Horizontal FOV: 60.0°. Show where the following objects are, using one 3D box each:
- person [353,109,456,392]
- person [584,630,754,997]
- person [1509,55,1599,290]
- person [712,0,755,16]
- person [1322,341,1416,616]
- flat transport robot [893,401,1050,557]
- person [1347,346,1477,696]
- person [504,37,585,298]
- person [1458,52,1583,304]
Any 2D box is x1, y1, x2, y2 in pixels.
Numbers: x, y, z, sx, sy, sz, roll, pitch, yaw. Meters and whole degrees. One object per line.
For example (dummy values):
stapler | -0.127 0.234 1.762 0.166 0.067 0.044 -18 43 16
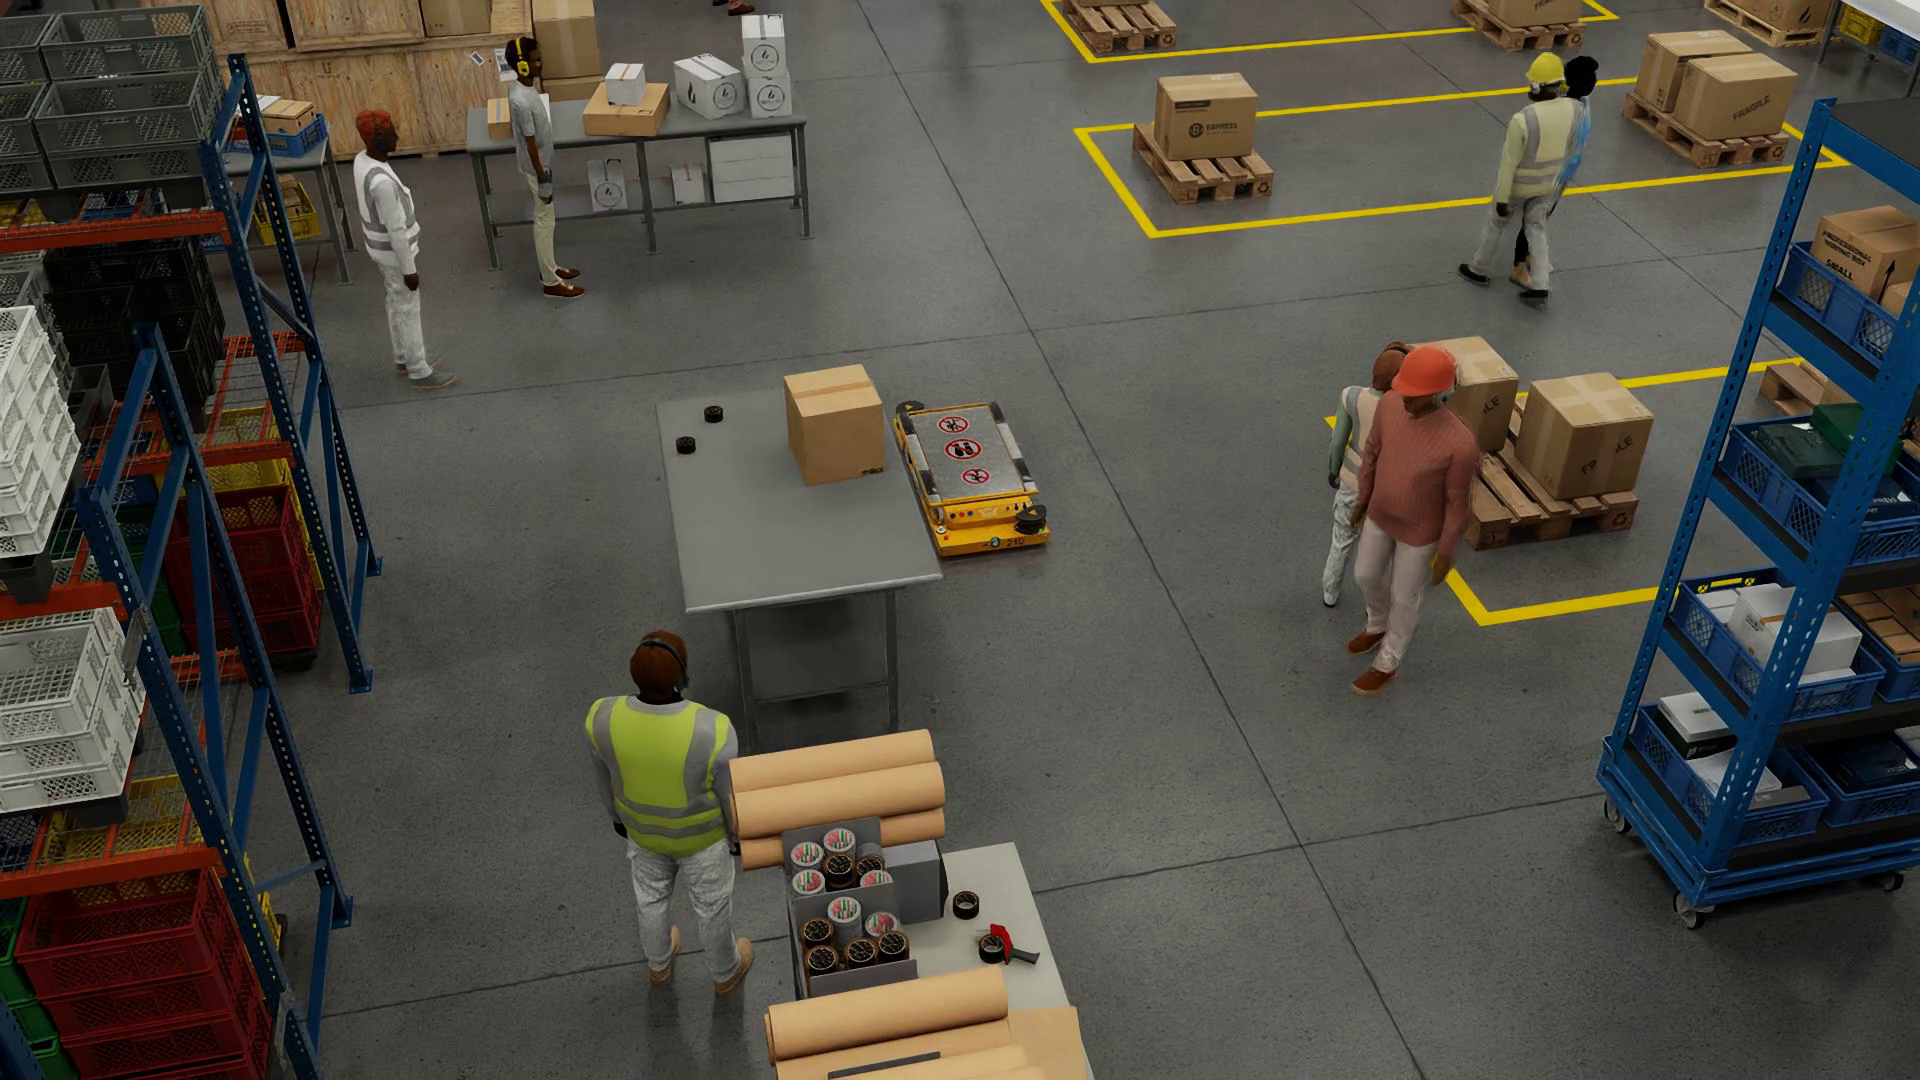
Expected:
person | -3.618 -1.849 10.674 0.337 1.883 0.584 -19 41 -23
person | -1.135 1.127 6.721 0.630 1.836 0.430 7 37 9
person | 4.255 -2.635 11.884 0.320 1.695 0.537 25 43 29
person | -2.293 -6.225 16.552 0.397 1.896 0.645 -28 45 -33
person | 2.193 -0.303 8.798 0.522 1.640 0.305 16 40 20
flat transport robot | 0.046 -0.430 10.108 0.652 0.197 1.431 -8 37 -10
person | 2.212 -0.102 8.247 0.513 1.986 0.640 -23 42 -28
person | -2.944 -2.617 11.717 0.328 1.873 0.513 -9 38 -12
person | 3.988 -2.525 11.650 0.608 1.805 0.781 -14 39 -18
